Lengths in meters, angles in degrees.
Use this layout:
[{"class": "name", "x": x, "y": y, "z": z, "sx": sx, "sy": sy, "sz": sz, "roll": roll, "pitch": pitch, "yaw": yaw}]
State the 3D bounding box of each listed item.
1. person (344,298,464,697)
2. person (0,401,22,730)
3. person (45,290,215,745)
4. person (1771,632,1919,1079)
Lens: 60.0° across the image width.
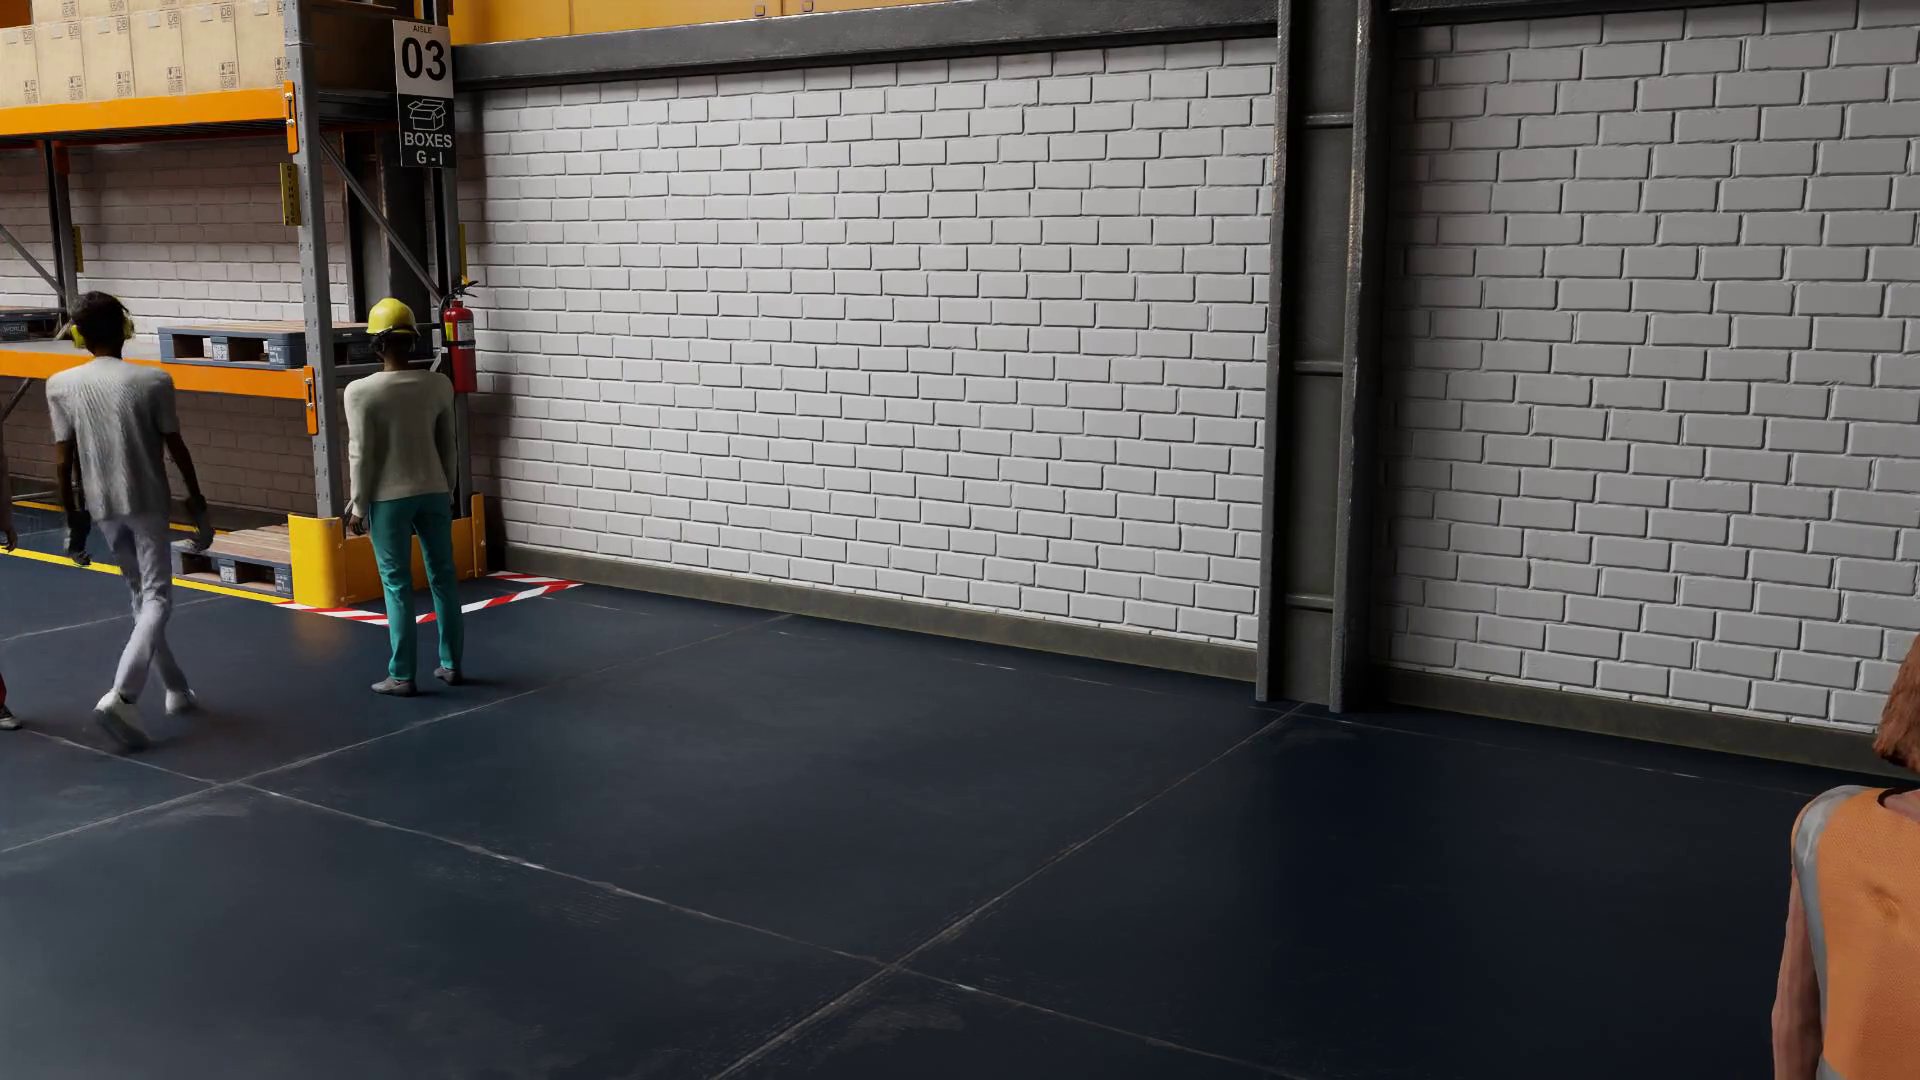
[{"class": "person", "x": -2.476, "y": -0.184, "z": 7.407, "sx": 0.327, "sy": 1.769, "sz": 0.525, "roll": 9, "pitch": 14, "yaw": 42}, {"class": "person", "x": -4.107, "y": -0.060, "z": 6.726, "sx": 0.310, "sy": 1.768, "sz": 0.533, "roll": 10, "pitch": 14, "yaw": 44}, {"class": "person", "x": -3.413, "y": -0.103, "z": 6.829, "sx": 0.589, "sy": 1.827, "sz": 0.869, "roll": -1, "pitch": 10, "yaw": -3}, {"class": "person", "x": 1.139, "y": 0.866, "z": 1.945, "sx": 0.310, "sy": 1.640, "sz": 0.514, "roll": -2, "pitch": 10, "yaw": -12}]
